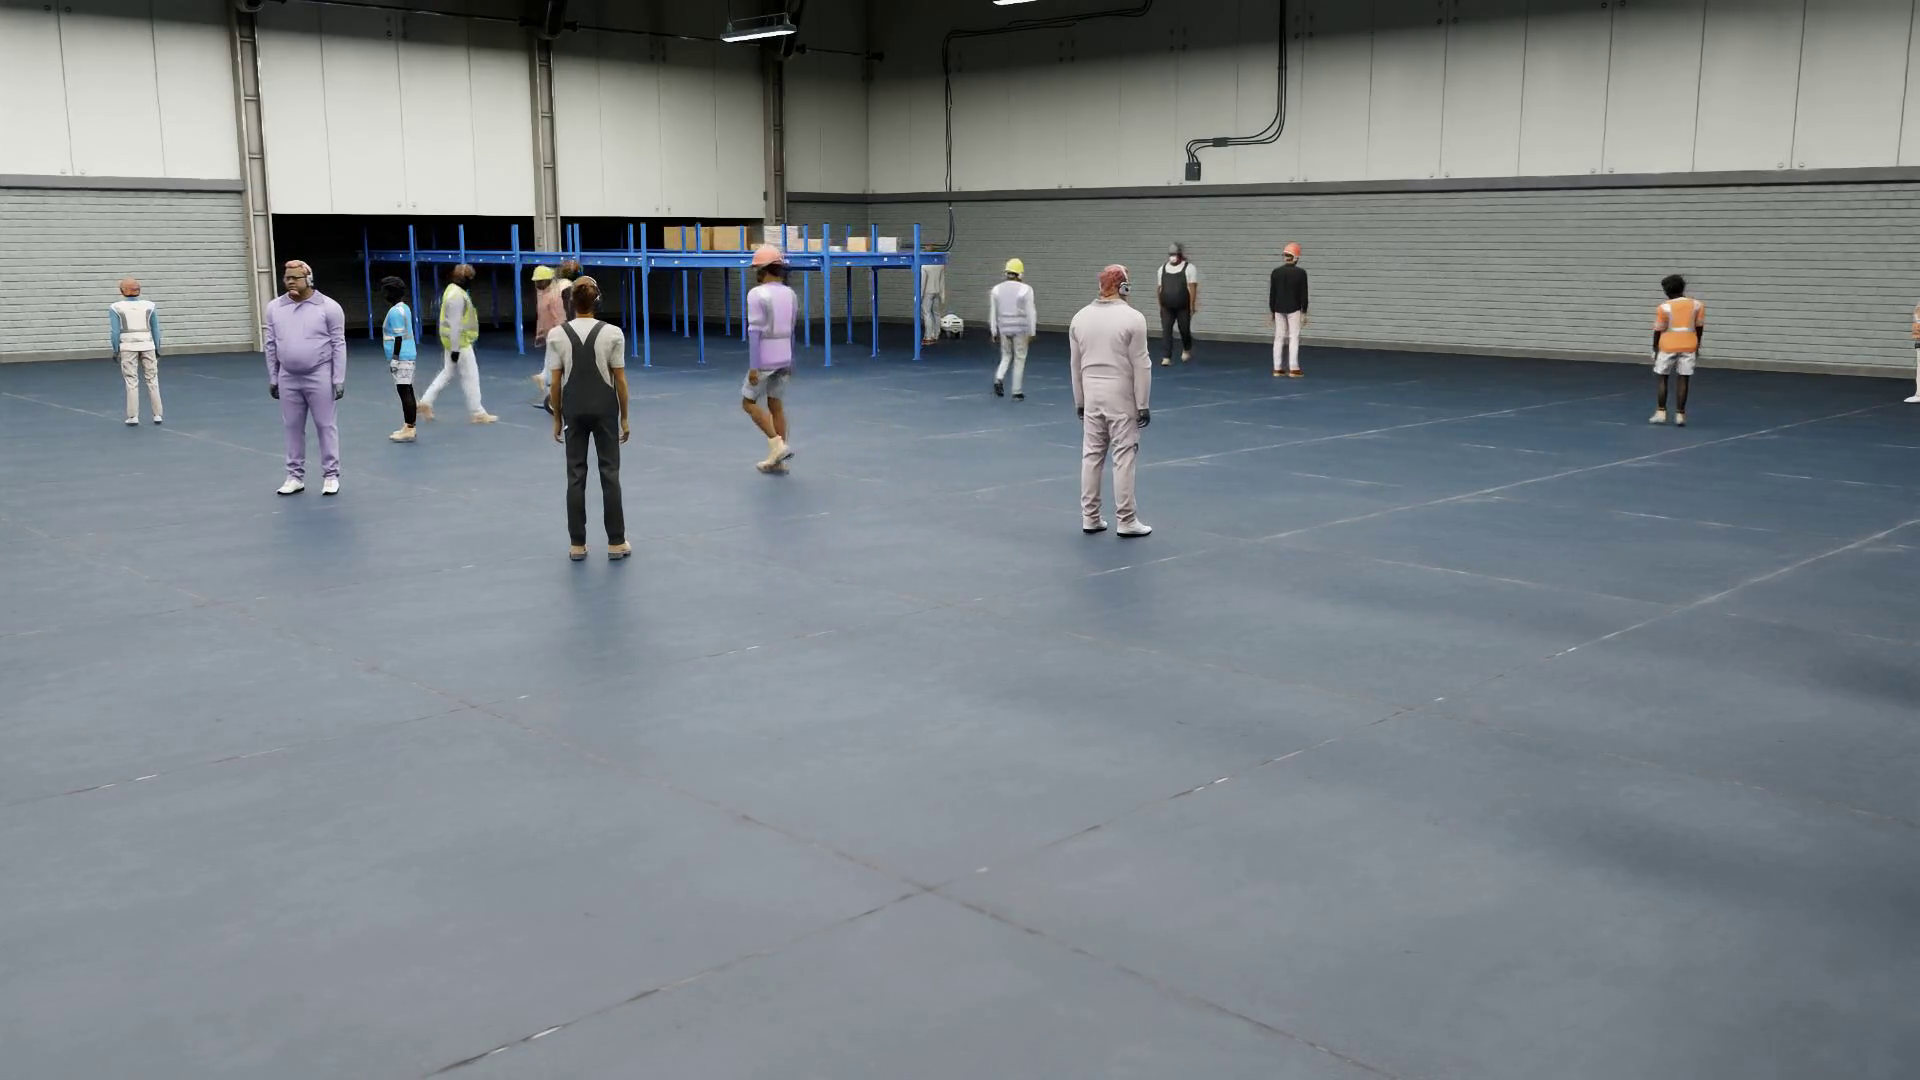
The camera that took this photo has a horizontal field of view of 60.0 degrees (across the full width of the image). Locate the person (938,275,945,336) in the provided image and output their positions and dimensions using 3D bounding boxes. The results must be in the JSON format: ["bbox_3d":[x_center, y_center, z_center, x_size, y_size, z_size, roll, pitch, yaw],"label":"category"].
[{"bbox_3d":[-0.521,-4.968,34.331,0.506,1.595,0.797,-5,11,-25],"label":"person"}]

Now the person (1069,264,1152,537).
[{"bbox_3d":[1.089,-0.984,11.760,0.639,1.908,0.409,8,13,38],"label":"person"}]

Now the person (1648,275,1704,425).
[{"bbox_3d":[8.019,-2.114,18.608,0.558,1.686,0.329,1,10,5],"label":"person"}]

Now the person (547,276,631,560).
[{"bbox_3d":[-2.422,-0.796,10.903,0.505,1.846,0.346,-1,10,-4],"label":"person"}]

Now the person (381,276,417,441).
[{"bbox_3d":[-5.796,-1.877,17.213,0.319,1.693,0.533,-2,11,-10],"label":"person"}]

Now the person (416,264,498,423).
[{"bbox_3d":[-5.743,-2.209,18.786,0.853,1.804,0.685,-4,11,-21],"label":"person"}]

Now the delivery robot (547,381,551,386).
[{"bbox_3d":[-4.576,-1.958,19.910,0.698,0.223,0.335,0,10,-2],"label":"delivery robot"}]

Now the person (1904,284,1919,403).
[{"bbox_3d":[12.211,-2.555,21.052,0.308,1.641,0.517,8,13,36],"label":"person"}]

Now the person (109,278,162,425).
[{"bbox_3d":[-9.229,-2.113,18.648,0.514,1.640,0.310,-8,13,-39],"label":"person"}]

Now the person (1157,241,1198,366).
[{"bbox_3d":[3.573,-3.892,27.365,0.675,2.000,0.809,4,11,20],"label":"person"}]

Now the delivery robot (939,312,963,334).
[{"bbox_3d":[-0.186,-4.461,34.251,0.477,0.478,0.707,-3,10,-18],"label":"delivery robot"}]

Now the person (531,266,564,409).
[{"bbox_3d":[-5.043,-2.490,20.472,0.590,1.737,0.539,-6,12,-28],"label":"person"}]

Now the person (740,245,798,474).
[{"bbox_3d":[-1.706,-1.599,14.785,0.425,2.023,0.630,7,12,33],"label":"person"}]

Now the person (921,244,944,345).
[{"bbox_3d":[-0.556,-4.764,32.312,0.501,1.934,0.678,9,14,41],"label":"person"}]

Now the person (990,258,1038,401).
[{"bbox_3d":[0.691,-2.679,21.243,0.598,1.817,0.456,6,12,29],"label":"person"}]

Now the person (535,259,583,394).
[{"bbox_3d":[-5.038,-2.677,21.284,0.735,1.809,0.641,-3,11,-18],"label":"person"}]

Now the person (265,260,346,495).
[{"bbox_3d":[-5.351,-1.321,13.599,0.642,1.909,0.399,0,10,1],"label":"person"}]

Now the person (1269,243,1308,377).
[{"bbox_3d":[4.947,-3.450,24.966,0.622,1.992,0.396,9,14,39],"label":"person"}]
